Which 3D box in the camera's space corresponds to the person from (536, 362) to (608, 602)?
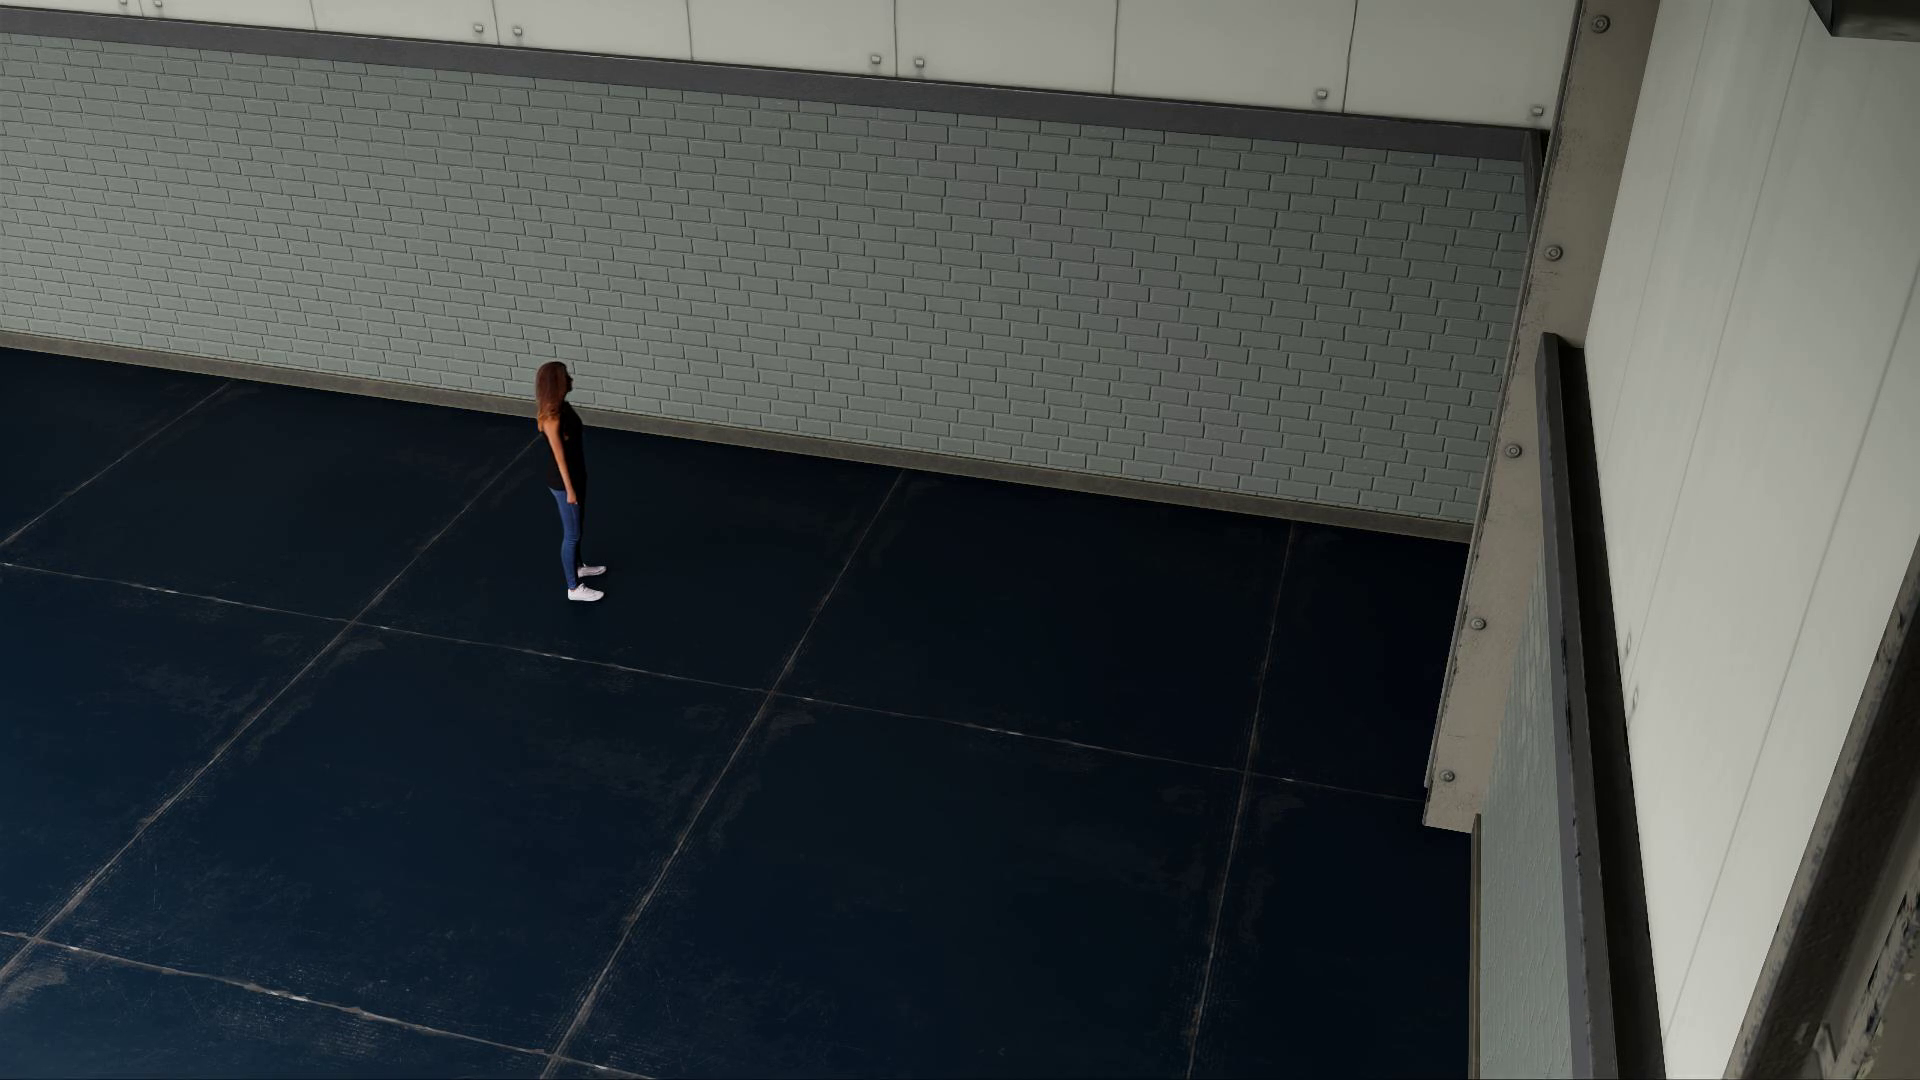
[{"bbox_3d":[-2.618,-0.412,11.104,0.715,1.722,0.577,-3,32,-6],"label":"person"}]
